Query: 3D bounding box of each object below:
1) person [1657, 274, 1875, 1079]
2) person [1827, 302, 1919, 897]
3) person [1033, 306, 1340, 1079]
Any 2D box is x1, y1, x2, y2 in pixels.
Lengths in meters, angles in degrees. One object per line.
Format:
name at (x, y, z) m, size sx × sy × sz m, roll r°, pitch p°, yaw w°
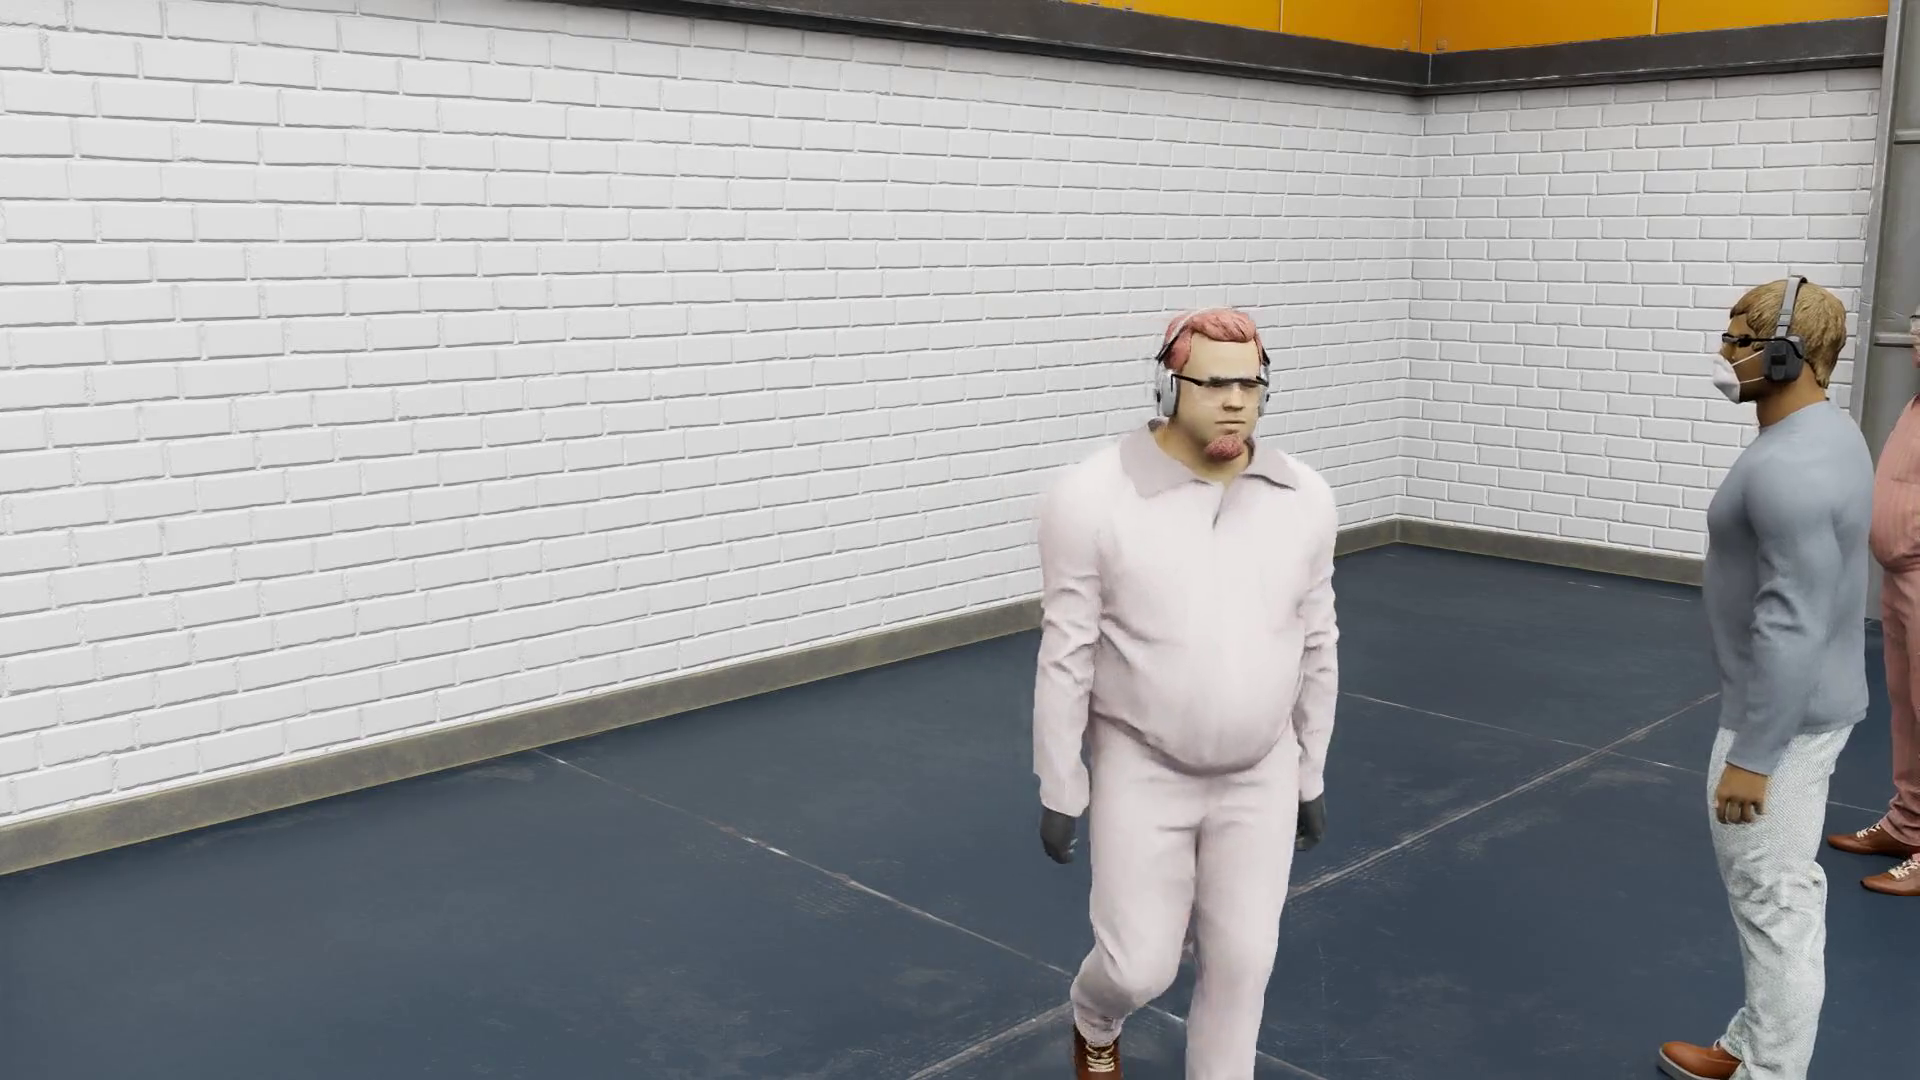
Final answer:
person at (1.773, 0.399, 3.647) m, size 0.376 × 1.940 × 0.629 m, roll 6°, pitch 12°, yaw 30°
person at (2.992, 0.146, 5.126) m, size 0.405 × 1.905 × 0.678 m, roll 2°, pitch 11°, yaw 13°
person at (0.462, 0.458, 3.457) m, size 0.654 × 1.888 × 0.615 m, roll -3°, pitch 11°, yaw -13°
